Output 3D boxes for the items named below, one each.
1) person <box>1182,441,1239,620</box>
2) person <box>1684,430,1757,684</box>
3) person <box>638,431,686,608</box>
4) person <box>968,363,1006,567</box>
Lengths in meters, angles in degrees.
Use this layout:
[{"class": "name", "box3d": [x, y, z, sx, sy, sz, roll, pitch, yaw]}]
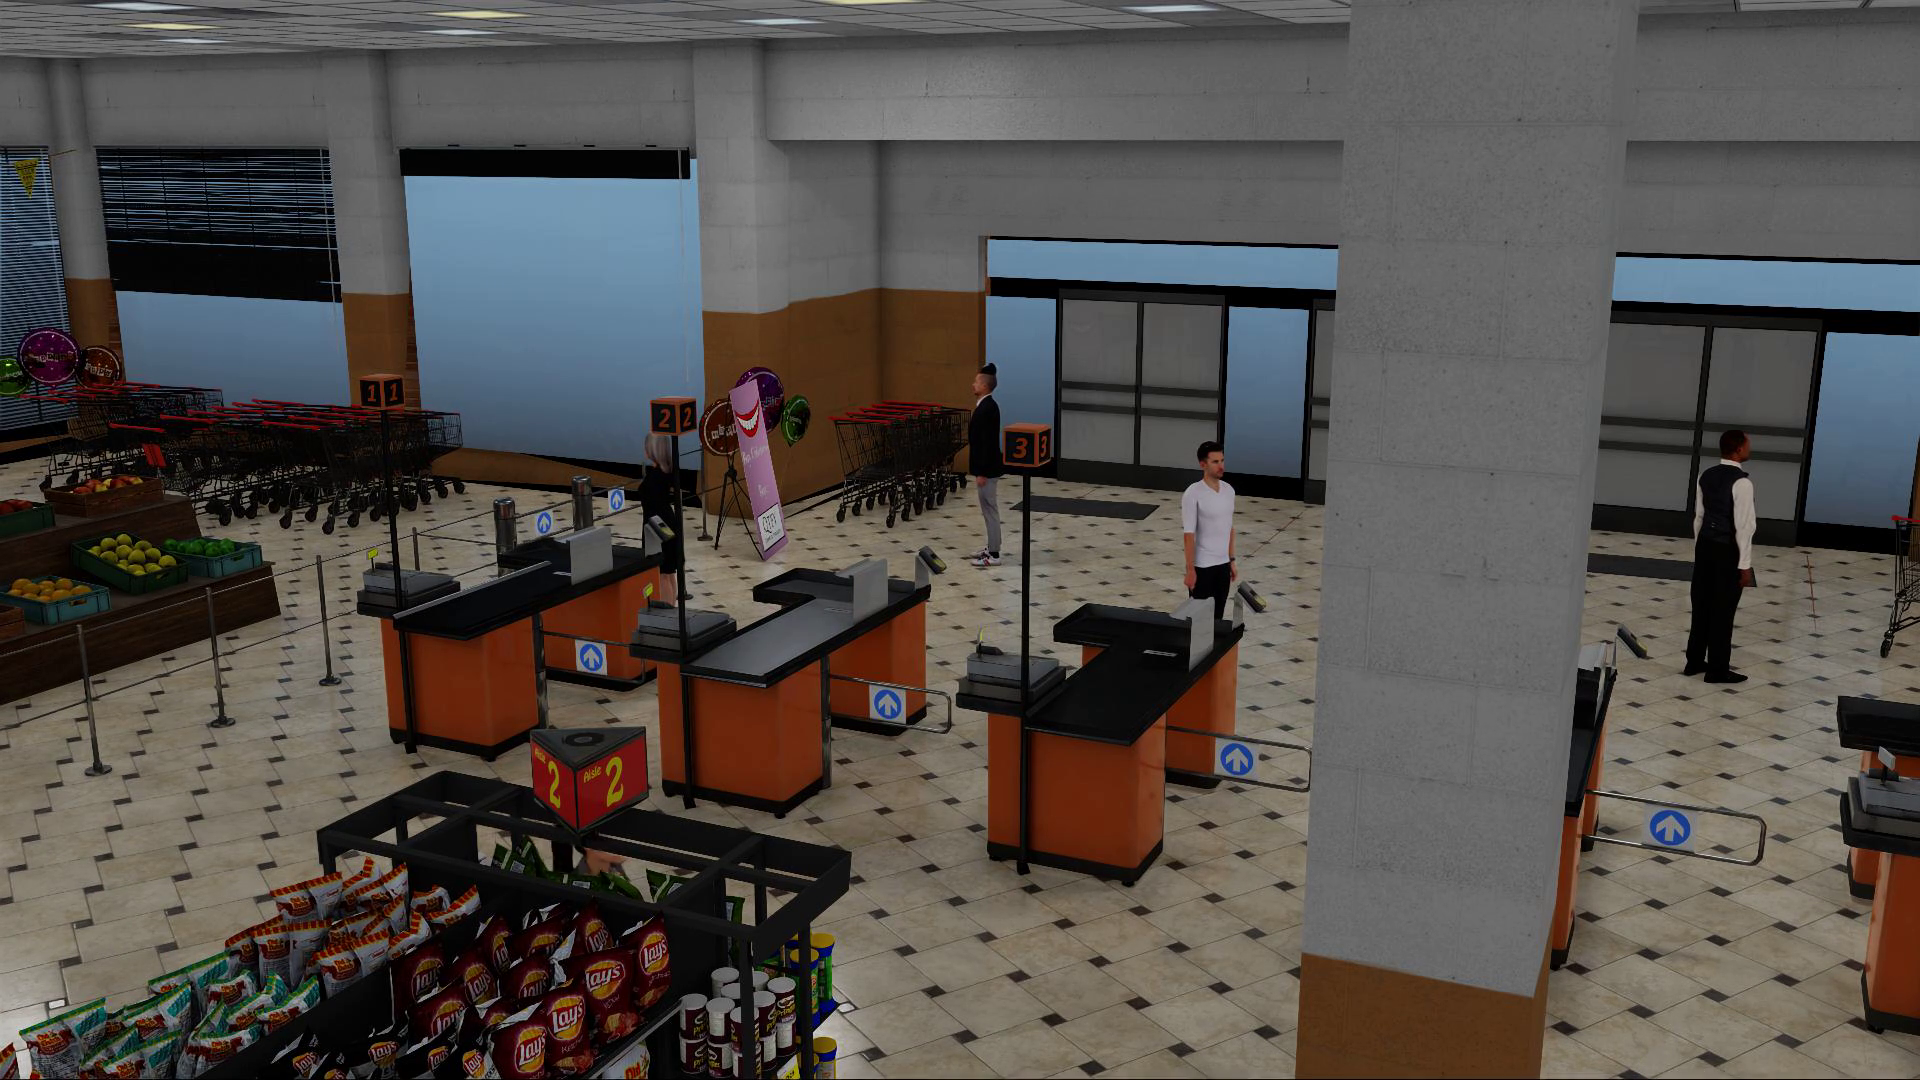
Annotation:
[{"class": "person", "box3d": [1.859, 0.171, 12.466, 0.674, 1.852, 0.809, -10, 17, -37]}, {"class": "person", "box3d": [5.743, 0.114, 12.557, 0.827, 1.919, 0.761, -4, 14, -18]}, {"class": "person", "box3d": [-2.440, -0.036, 13.542, 0.738, 1.747, 0.625, 1, 14, 3]}, {"class": "person", "box3d": [0.263, -0.730, 15.972, 0.849, 1.949, 0.684, 0, 14, 2]}]
